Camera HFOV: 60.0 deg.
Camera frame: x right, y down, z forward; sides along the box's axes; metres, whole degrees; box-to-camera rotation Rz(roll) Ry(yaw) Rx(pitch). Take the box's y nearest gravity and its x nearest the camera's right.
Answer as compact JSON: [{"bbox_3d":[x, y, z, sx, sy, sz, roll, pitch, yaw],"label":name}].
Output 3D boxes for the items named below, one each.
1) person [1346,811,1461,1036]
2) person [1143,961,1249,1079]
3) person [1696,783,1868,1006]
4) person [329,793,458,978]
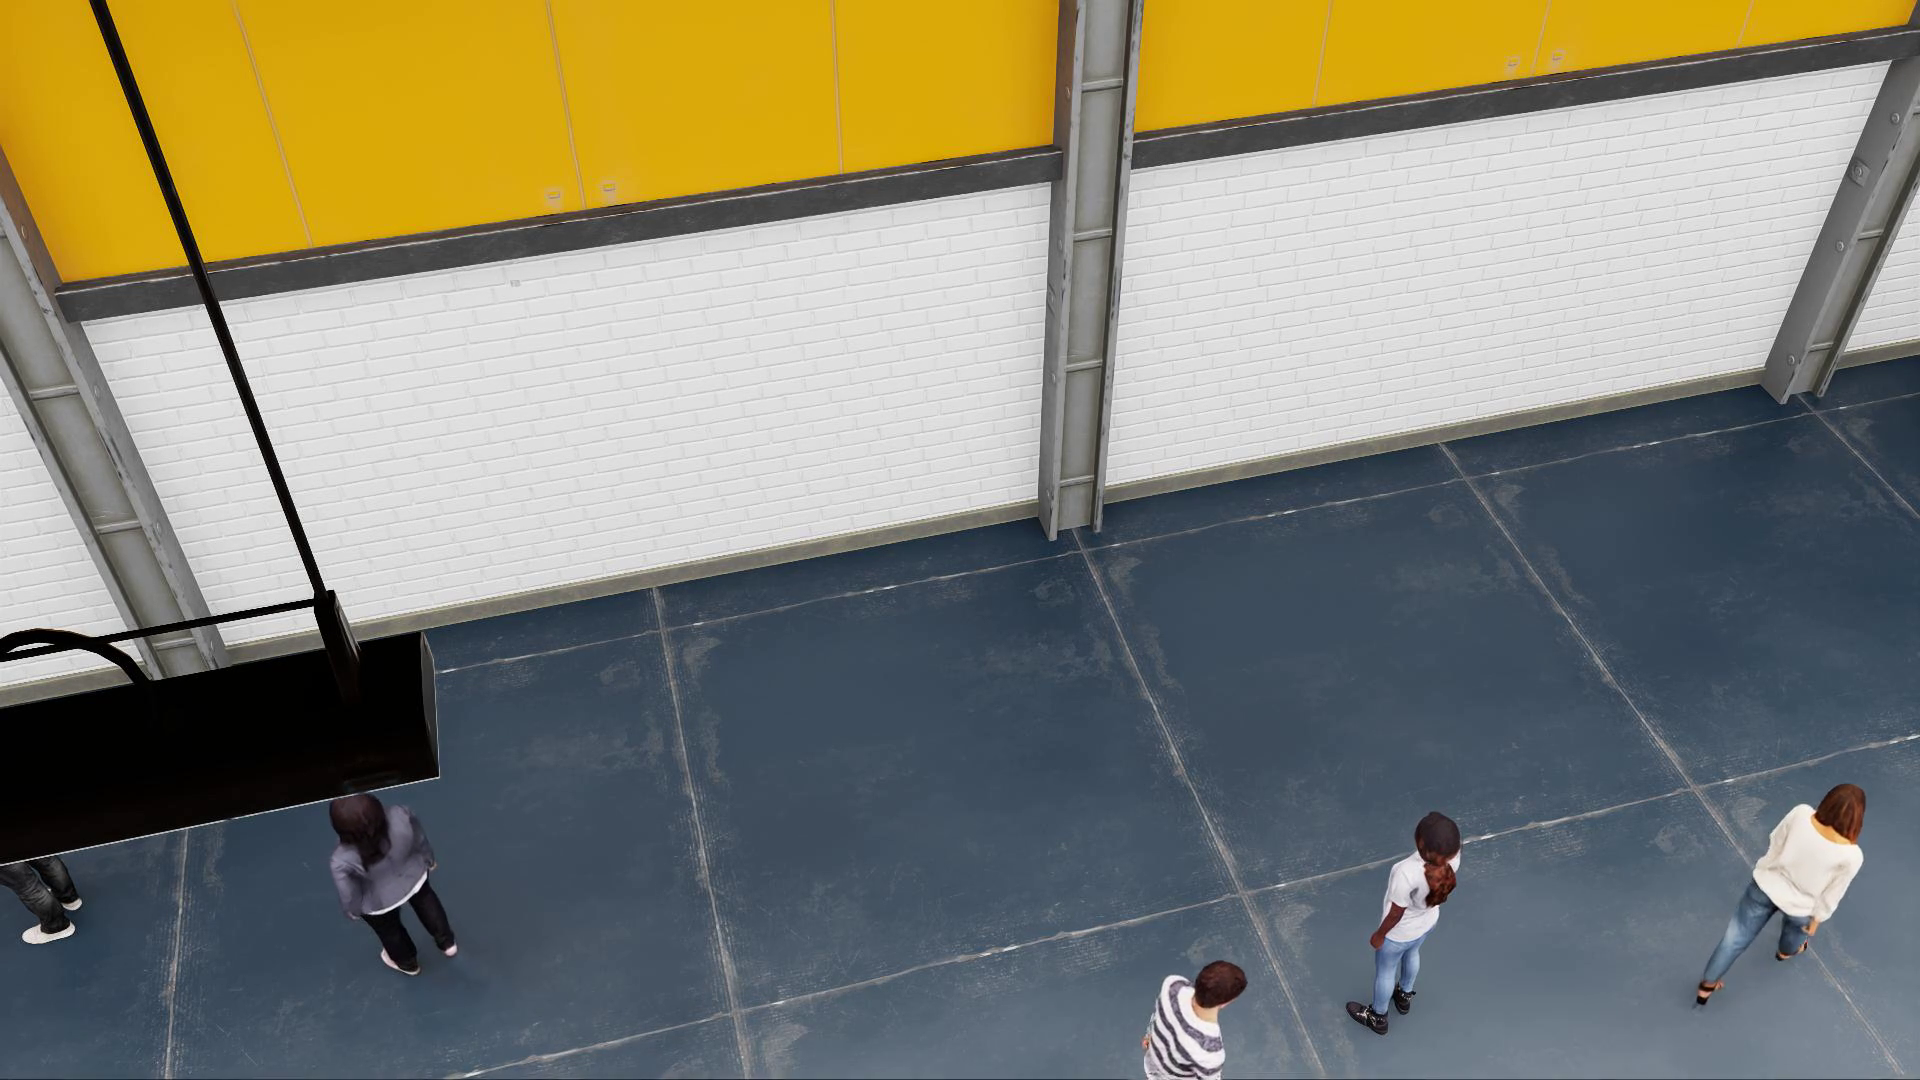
[{"bbox_3d":[2.315,1.972,8.602,0.586,1.719,0.719,-28,50,-26],"label":"person"},{"bbox_3d":[0.946,2.571,7.901,0.742,1.820,0.710,-16,46,-16],"label":"person"},{"bbox_3d":[4.290,1.902,8.736,1.142,1.637,0.856,-25,49,-24],"label":"person"},{"bbox_3d":[-3.006,1.837,8.836,0.888,1.592,0.803,28,50,27],"label":"person"}]
